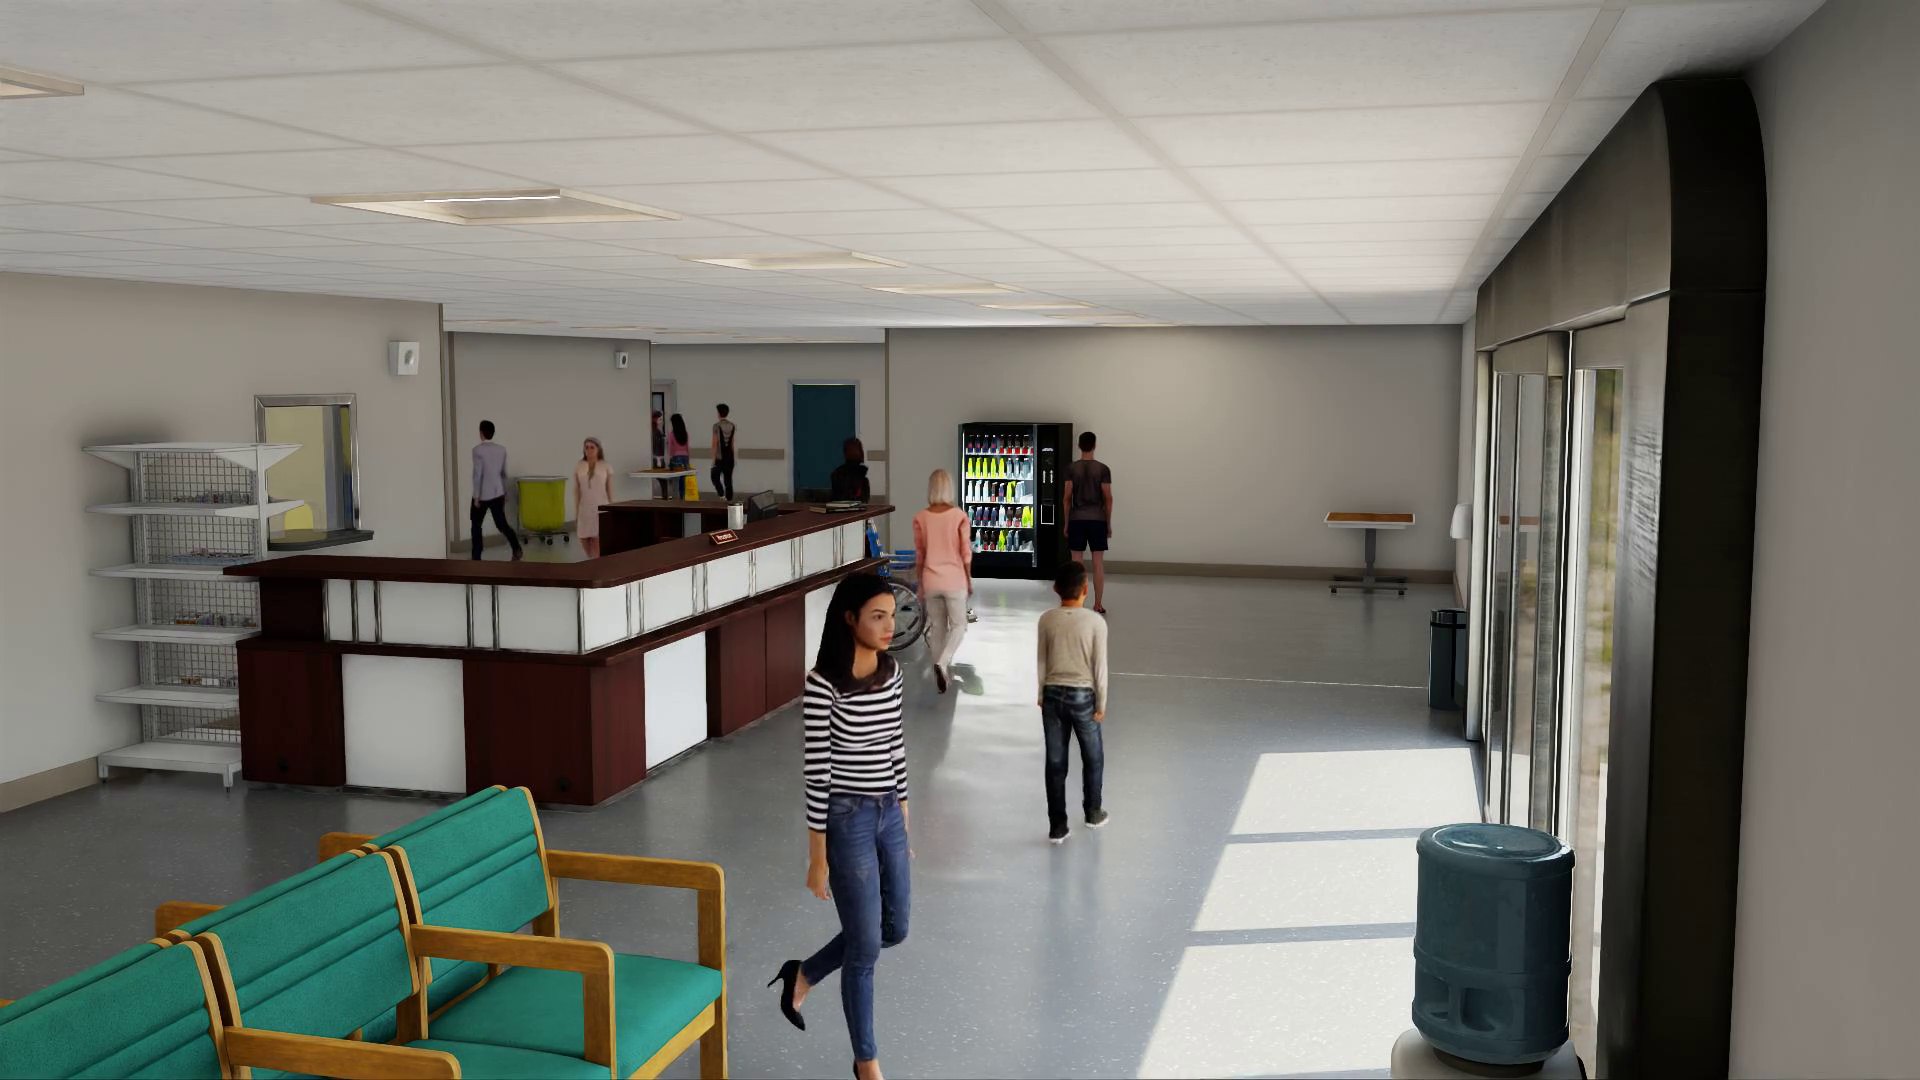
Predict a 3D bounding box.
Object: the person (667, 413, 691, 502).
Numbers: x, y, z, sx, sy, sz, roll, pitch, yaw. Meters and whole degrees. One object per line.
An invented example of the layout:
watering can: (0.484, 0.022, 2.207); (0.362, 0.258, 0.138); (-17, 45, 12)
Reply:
person: (-4.848, -1.327, 28.852); (0.791, 1.732, 0.854); (-4, 7, -33)

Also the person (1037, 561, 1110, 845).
person: (0.548, 0.855, 8.590); (0.682, 1.447, 0.617); (1, 6, 11)

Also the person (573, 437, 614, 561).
person: (-4.059, -0.285, 18.532); (0.778, 1.725, 0.781); (0, 6, -2)

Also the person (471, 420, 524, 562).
person: (-5.785, -0.547, 20.660); (1.278, 1.819, 1.012); (5, 7, 39)

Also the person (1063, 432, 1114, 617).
person: (1.276, -0.164, 16.682); (0.528, 1.853, 0.733); (1, 6, 7)

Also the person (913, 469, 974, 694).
person: (-0.134, 0.332, 12.465); (0.802, 1.711, 0.680); (1, 6, 12)

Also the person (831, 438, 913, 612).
person: (-1.142, -0.070, 16.048); (1.147, 1.794, 0.778); (2, 6, 20)

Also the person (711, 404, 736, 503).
person: (-4.095, -1.440, 29.211); (0.793, 1.884, 0.844); (-5, 7, -39)

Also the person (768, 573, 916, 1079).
person: (-0.412, 0.994, 5.499); (0.947, 1.772, 0.828); (5, 7, 39)
